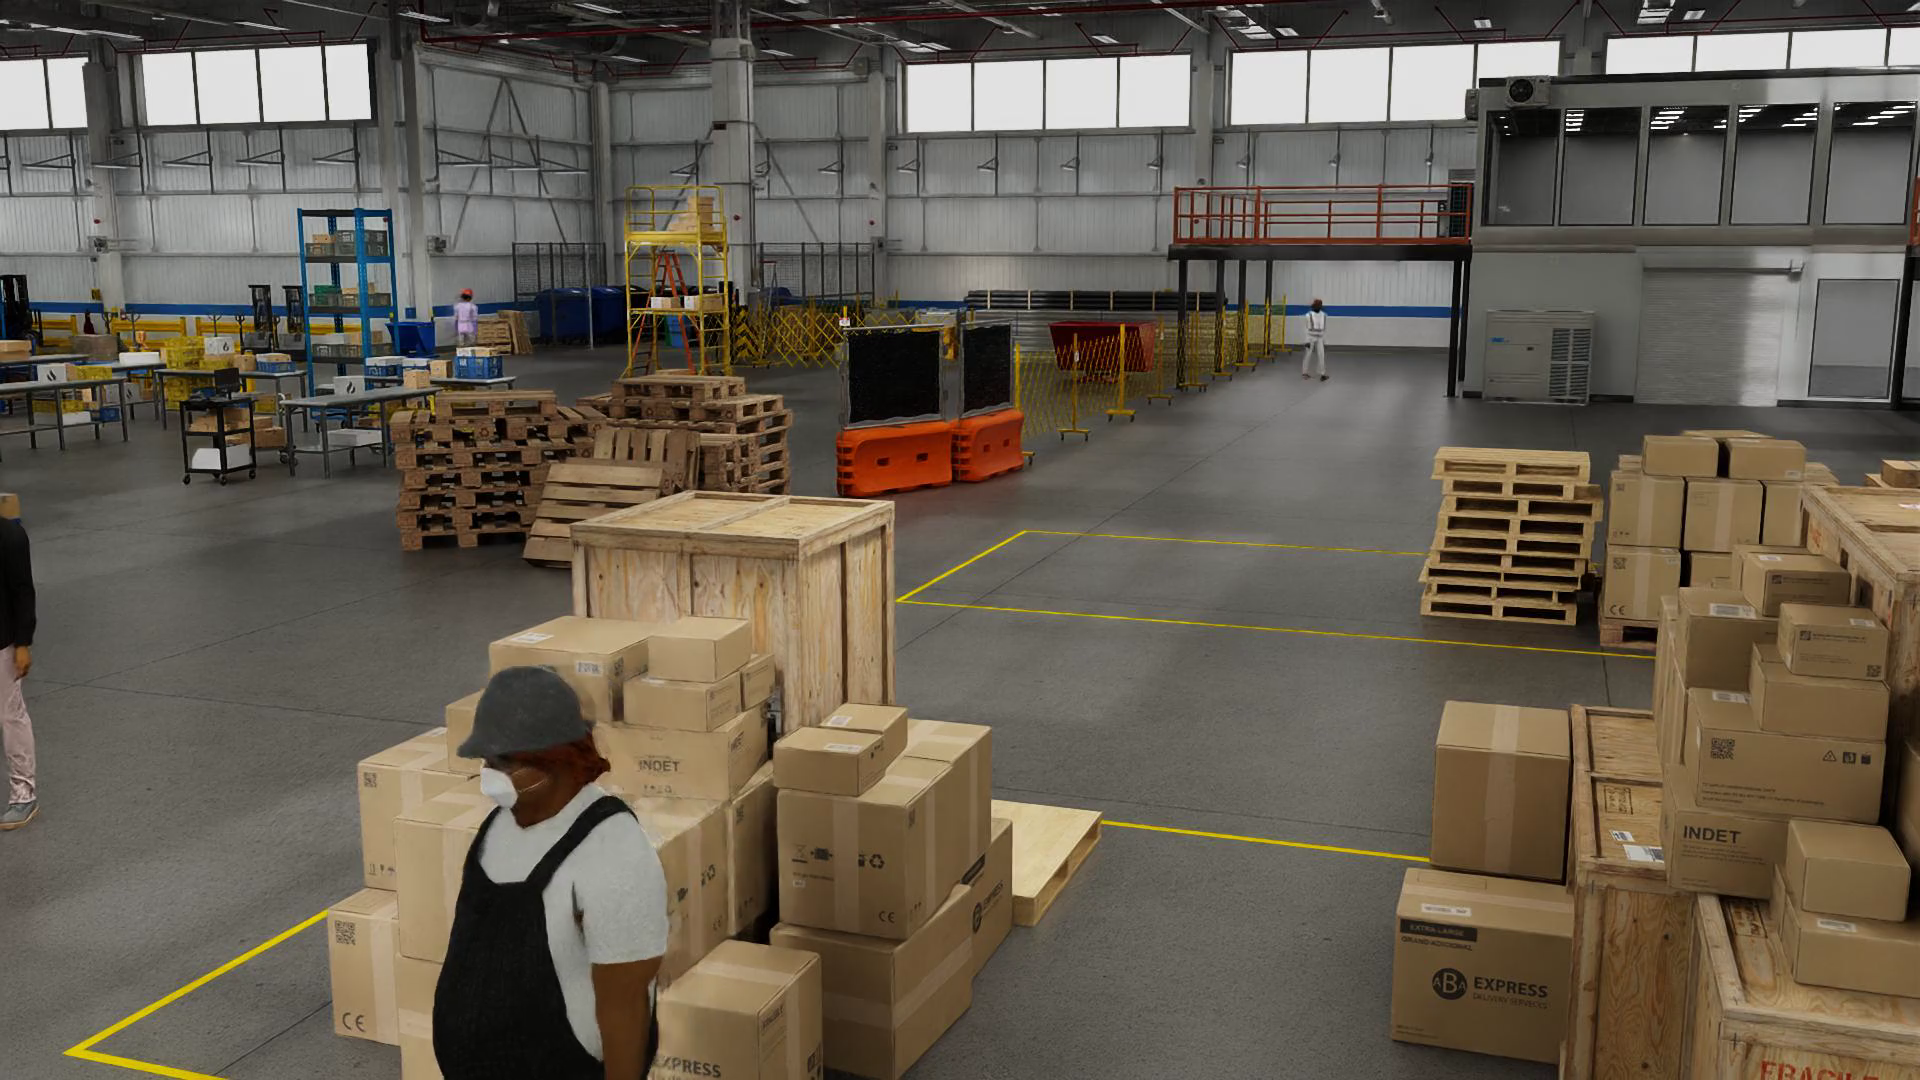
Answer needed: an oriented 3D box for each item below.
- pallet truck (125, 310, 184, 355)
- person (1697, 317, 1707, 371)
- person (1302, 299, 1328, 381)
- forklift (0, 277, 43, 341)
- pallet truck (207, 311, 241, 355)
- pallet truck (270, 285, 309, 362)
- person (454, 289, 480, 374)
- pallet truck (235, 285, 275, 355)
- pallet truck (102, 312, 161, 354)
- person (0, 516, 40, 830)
[{"bbox_3d":[-22.038,-5.665,45.457,0.704,1.261,1.522,3,11,17],"label":"pallet truck"},{"bbox_3d":[16.142,-4.086,35.653,0.820,1.592,0.513,2,10,9],"label":"person"},{"bbox_3d":[7.957,-4.480,37.285,0.585,1.824,1.009,-3,11,-17],"label":"person"},{"bbox_3d":[-27.151,-6.329,46.328,1.157,1.987,2.680,3,11,17],"label":"forklift"},{"bbox_3d":[-19.537,-5.575,44.913,0.653,1.274,1.630,3,11,19],"label":"pallet truck"},{"bbox_3d":[-17.147,-5.700,43.663,0.823,1.965,1.885,3,11,17],"label":"pallet truck"},{"bbox_3d":[-11.711,-4.977,39.591,0.636,1.984,1.045,1,10,5],"label":"person"},{"bbox_3d":[-18.327,-5.835,44.421,0.823,1.965,1.885,4,11,23],"label":"pallet truck"},{"bbox_3d":[-23.057,-5.777,46.261,0.680,1.201,1.601,3,11,19],"label":"pallet truck"},{"bbox_3d":[-5.109,0.519,8.641,0.608,1.997,0.375,1,10,5],"label":"person"}]
